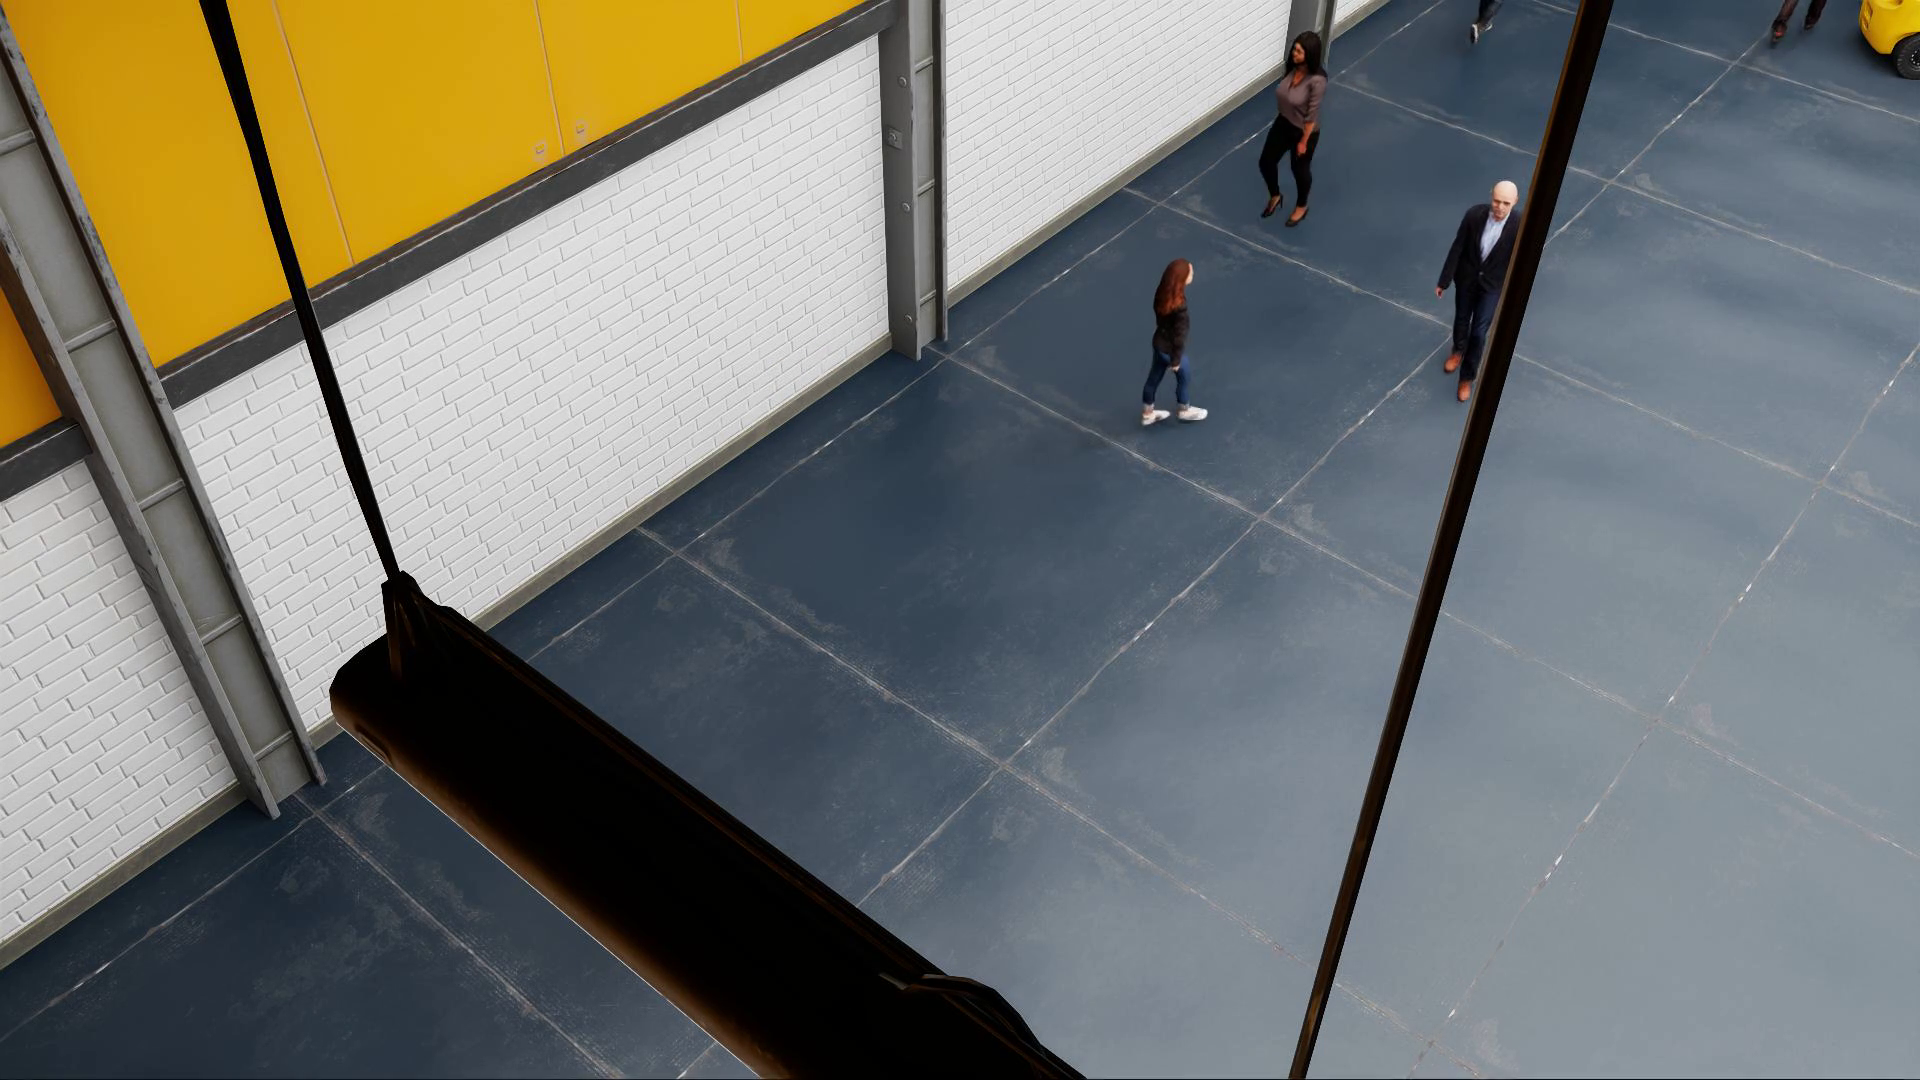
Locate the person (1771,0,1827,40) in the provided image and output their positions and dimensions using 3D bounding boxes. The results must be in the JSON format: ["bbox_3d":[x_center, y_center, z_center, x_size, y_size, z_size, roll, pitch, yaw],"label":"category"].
[{"bbox_3d":[8.734,-5.934,16.913,0.686,1.780,1.142,31,51,28],"label":"person"}]

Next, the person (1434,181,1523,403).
[{"bbox_3d":[4.025,-2.042,12.832,0.813,1.774,0.974,22,48,22],"label":"person"}]

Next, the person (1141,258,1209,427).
[{"bbox_3d":[1.503,-1.444,12.426,0.857,1.469,0.769,-15,46,-15],"label":"person"}]

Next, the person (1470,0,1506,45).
[{"bbox_3d":[5.456,-5.784,16.998,0.545,1.447,0.853,29,51,27],"label":"person"}]

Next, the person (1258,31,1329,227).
[{"bbox_3d":[2.989,-3.550,14.378,0.786,1.825,0.746,-25,49,-24],"label":"person"}]
